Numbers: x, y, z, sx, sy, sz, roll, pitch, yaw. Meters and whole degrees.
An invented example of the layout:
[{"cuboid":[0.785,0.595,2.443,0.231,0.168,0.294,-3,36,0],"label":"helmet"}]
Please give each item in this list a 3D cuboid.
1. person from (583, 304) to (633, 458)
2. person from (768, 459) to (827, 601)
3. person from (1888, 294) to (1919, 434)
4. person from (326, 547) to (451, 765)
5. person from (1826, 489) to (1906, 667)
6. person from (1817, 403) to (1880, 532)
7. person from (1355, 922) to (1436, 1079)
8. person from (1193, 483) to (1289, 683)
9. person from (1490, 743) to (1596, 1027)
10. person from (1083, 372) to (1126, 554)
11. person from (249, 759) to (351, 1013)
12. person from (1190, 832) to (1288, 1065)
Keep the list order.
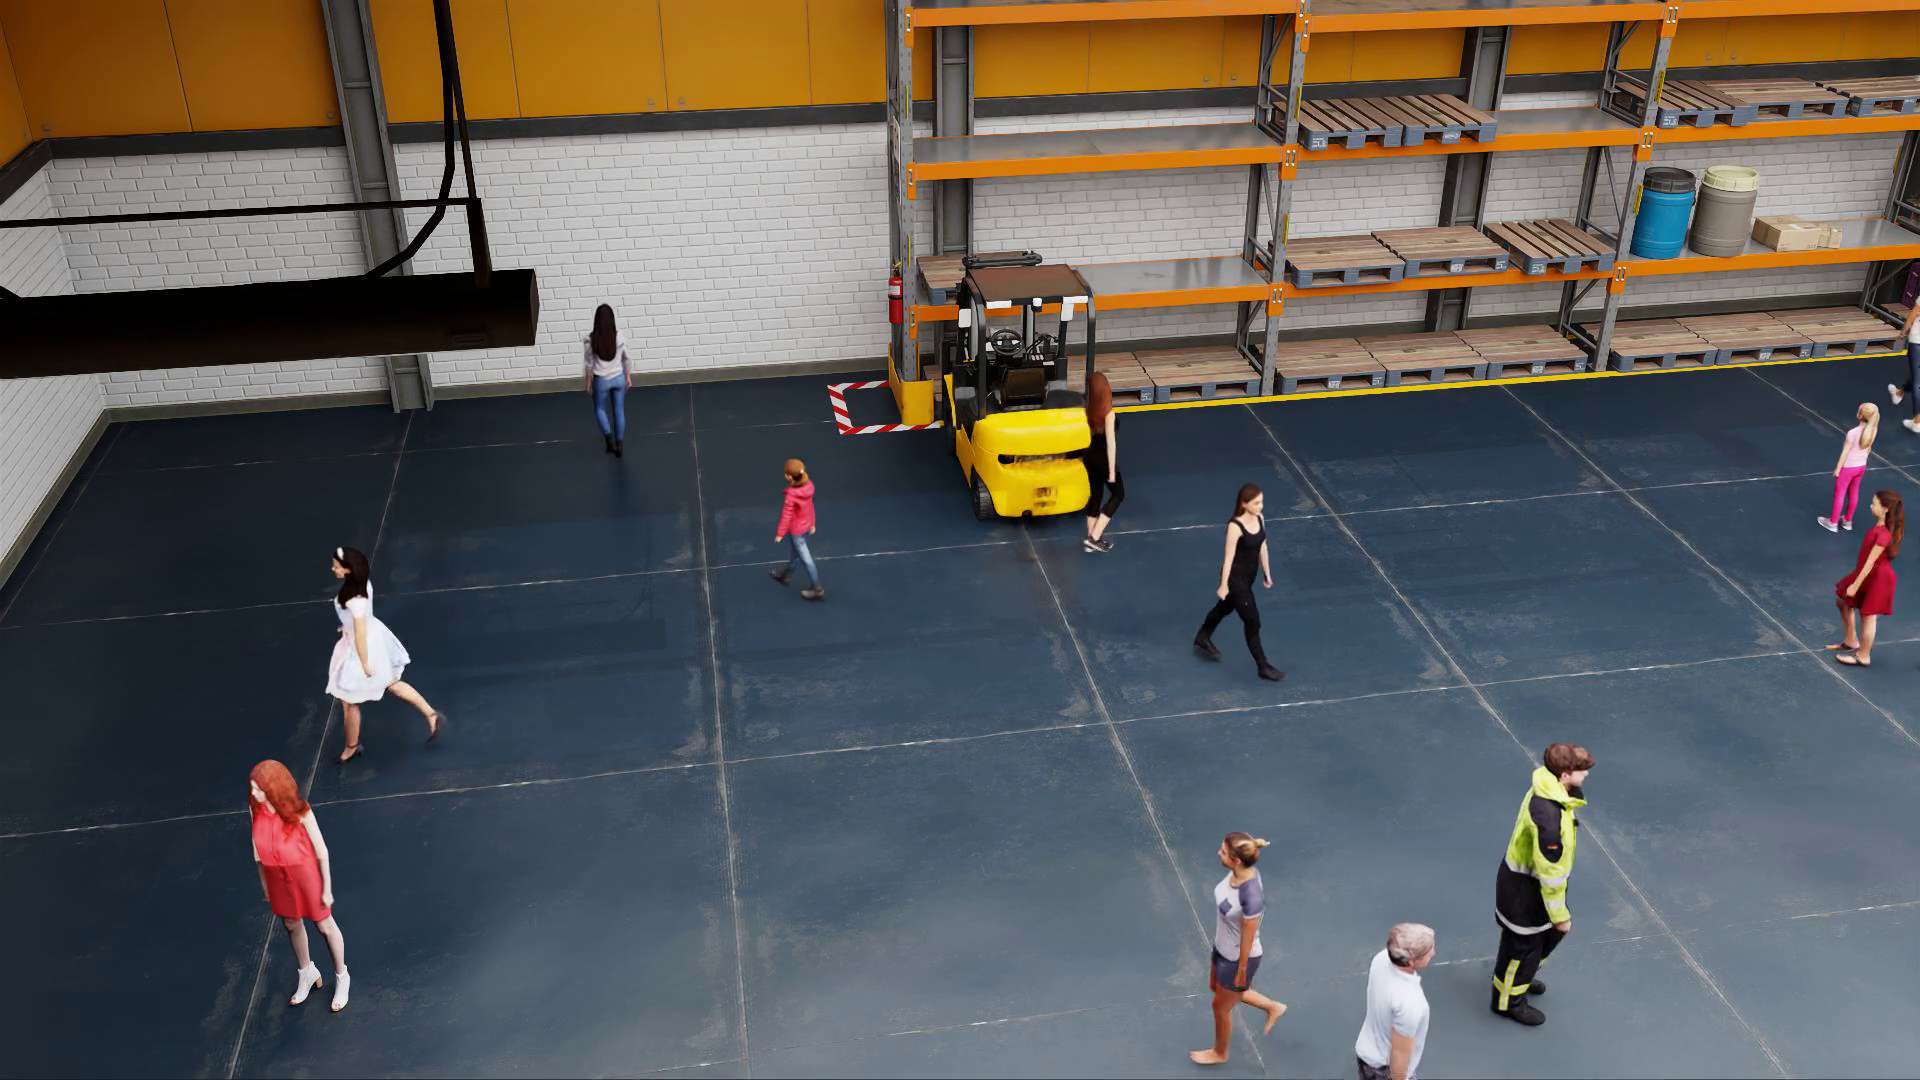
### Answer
[{"cuboid":[-3.509,-1.562,16.708,0.605,1.621,0.745,-11,31,-20],"label":"person"},{"cuboid":[-1.314,-0.067,14.309,0.915,1.293,0.795,12,31,20],"label":"person"},{"cuboid":[10.092,-1.966,17.308,1.130,1.755,0.803,0,29,1],"label":"person"},{"cuboid":[-4.246,0.834,12.146,1.079,1.782,0.672,-4,29,-8],"label":"person"},{"cuboid":[7.402,0.325,13.333,0.755,1.539,0.693,9,30,16],"label":"person"},{"cuboid":[8.311,-0.690,15.473,0.474,1.272,0.566,-10,30,-17],"label":"person"},{"cuboid":[2.130,2.709,8.683,1.089,1.807,0.703,-2,29,-4],"label":"person"},{"cuboid":[2.171,0.301,13.271,1.122,1.642,1.108,22,35,34],"label":"person"},{"cuboid":[3.324,2.004,9.802,0.926,1.973,0.910,12,31,20],"label":"person"},{"cuboid":[1.182,-0.660,14.972,0.717,1.699,0.696,-11,30,-19],"label":"person"},{"cuboid":[-3.936,2.041,9.889,0.586,1.825,0.726,6,29,10],"label":"person"},{"cuboid":[1.662,2.351,9.548,0.837,1.606,0.632,-2,29,-3],"label":"person"}]
